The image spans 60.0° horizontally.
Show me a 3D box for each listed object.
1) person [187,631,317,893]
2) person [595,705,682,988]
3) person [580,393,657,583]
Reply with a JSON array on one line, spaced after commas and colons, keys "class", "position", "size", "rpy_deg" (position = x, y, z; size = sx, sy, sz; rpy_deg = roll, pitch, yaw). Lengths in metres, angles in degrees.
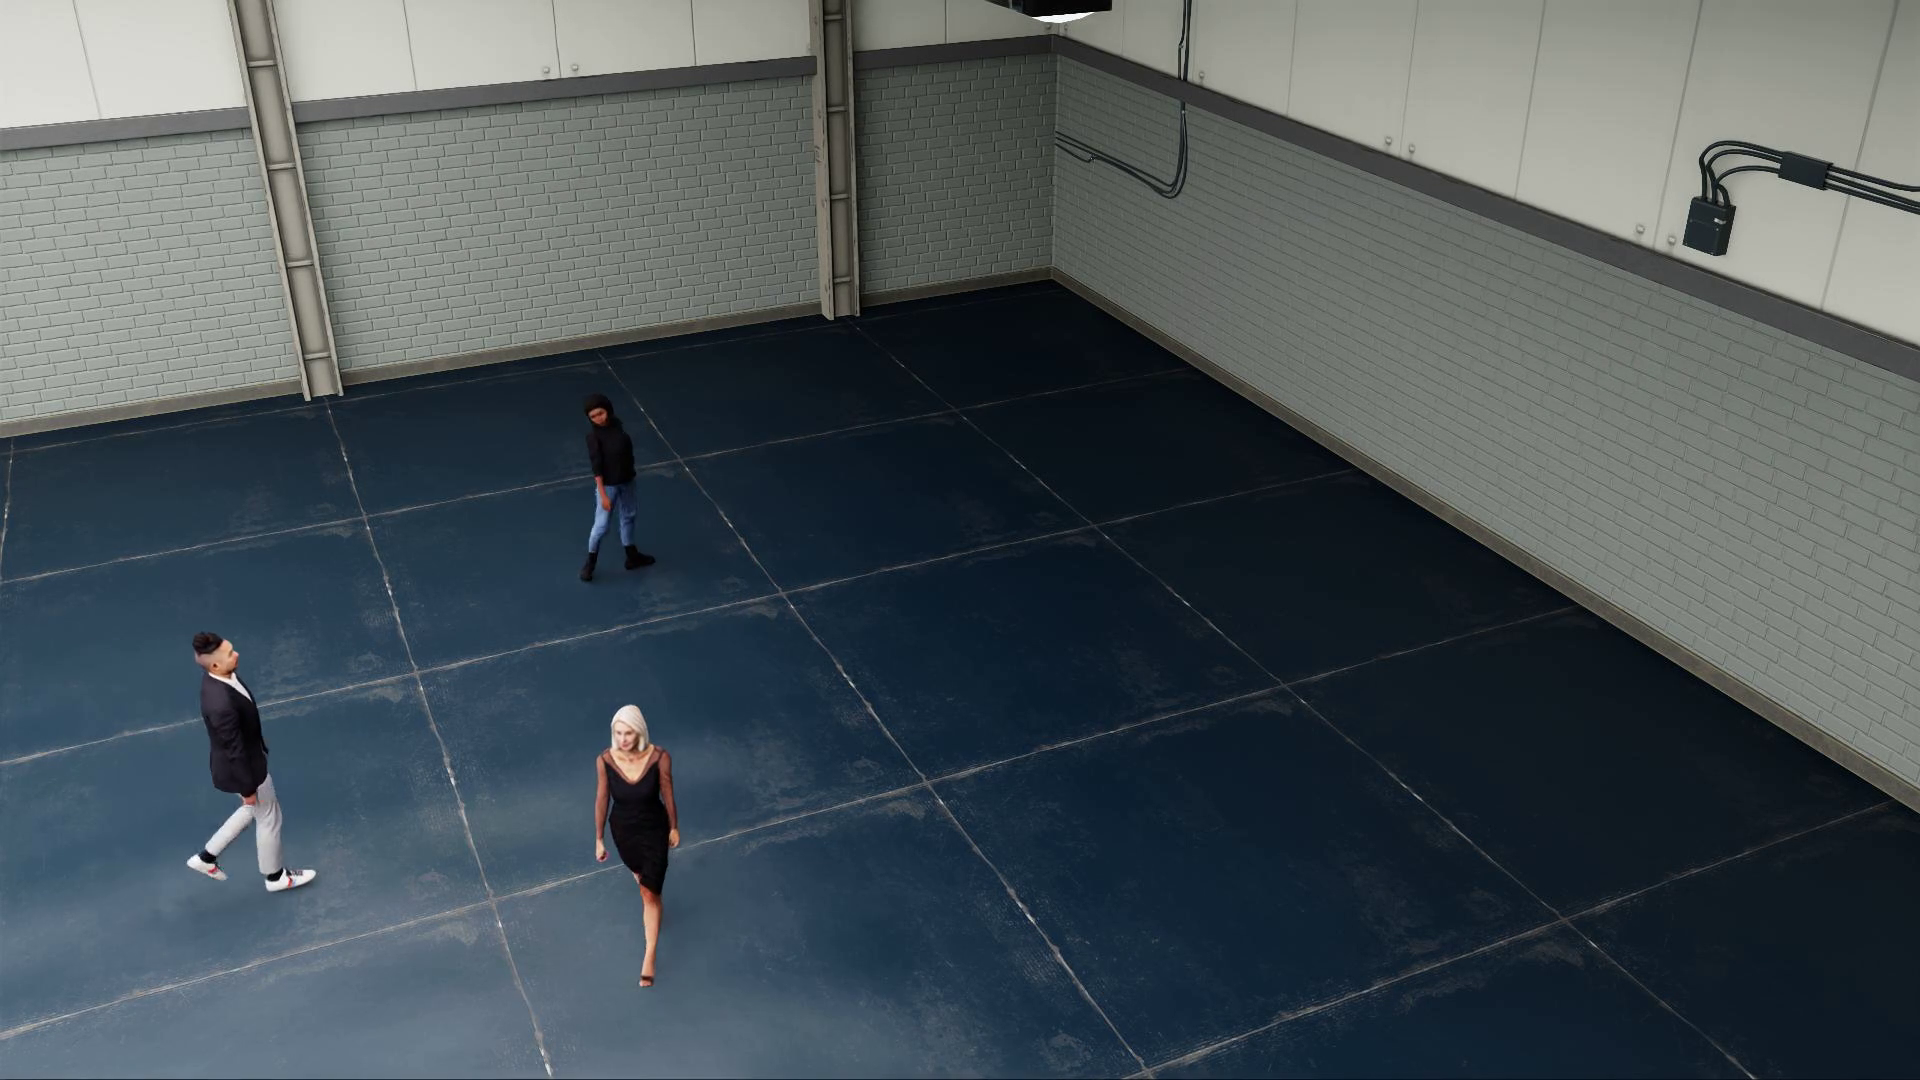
[{"class": "person", "position": [-4.470, 1.378, 10.117], "size": [0.930, 1.927, 0.714], "rpy_deg": [-13, 30, -24]}, {"class": "person", "position": [-1.868, 1.682, 9.783], "size": [1.076, 1.693, 1.017], "rpy_deg": [3, 27, 5]}, {"class": "person", "position": [-2.884, -0.481, 14.005], "size": [0.962, 1.674, 0.866], "rpy_deg": [6, 28, 12]}]
